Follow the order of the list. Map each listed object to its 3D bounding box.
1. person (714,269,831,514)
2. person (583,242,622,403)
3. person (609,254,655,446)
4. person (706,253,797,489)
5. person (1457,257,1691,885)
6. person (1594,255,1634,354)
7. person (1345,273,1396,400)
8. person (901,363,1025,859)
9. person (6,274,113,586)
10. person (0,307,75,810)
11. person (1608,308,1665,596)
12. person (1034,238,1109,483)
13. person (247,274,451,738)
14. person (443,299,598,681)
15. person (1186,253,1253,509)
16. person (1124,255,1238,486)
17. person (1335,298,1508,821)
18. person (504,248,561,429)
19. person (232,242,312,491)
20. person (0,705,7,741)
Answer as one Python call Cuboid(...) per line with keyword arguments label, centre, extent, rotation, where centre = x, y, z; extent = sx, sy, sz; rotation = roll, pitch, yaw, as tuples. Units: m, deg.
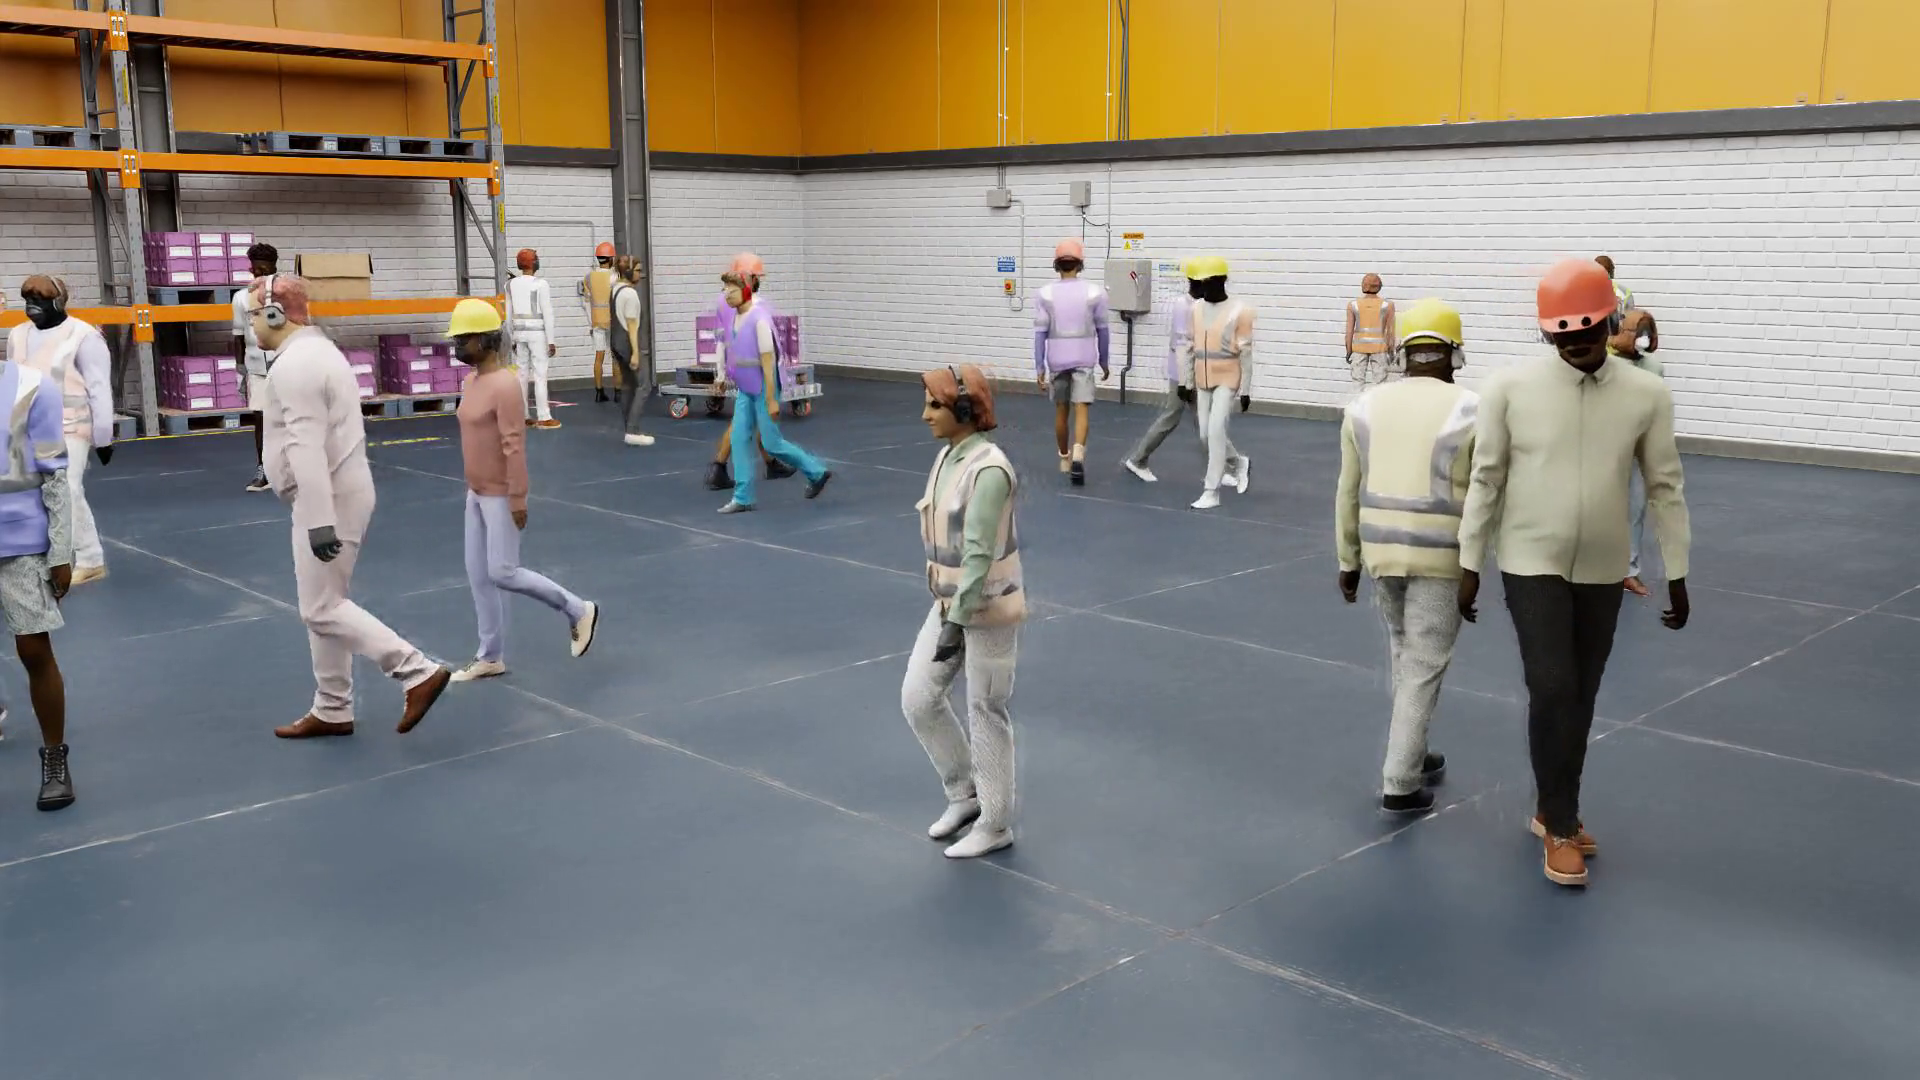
Cuboid(label="person", centre=(-1.385, -1.087, 12.187), extent=(0.836, 1.795, 0.584), rotation=(-7, 12, -33))
Cuboid(label="person", centre=(-4.268, -2.630, 20.164), extent=(0.545, 1.939, 0.354), rotation=(3, 11, 14))
Cuboid(label="person", centre=(-3.158, -1.816, 16.008), extent=(0.405, 1.842, 0.519), rotation=(-7, 13, -34))
Cuboid(label="person", centre=(-1.737, -1.373, 13.481), extent=(0.545, 1.889, 1.033), rotation=(10, 14, 42))
Cuboid(label="person", centre=(1.956, 0.102, 5.238), extent=(0.704, 1.946, 0.708), rotation=(0, 10, 0))
Cuboid(label="person", centre=(5.884, -1.696, 15.353), extent=(0.624, 1.840, 0.429), rotation=(5, 12, 26))
Cuboid(label="person", centre=(4.213, -1.918, 17.100), extent=(0.514, 1.640, 0.310), rotation=(4, 11, 19))
Cuboid(label="person", centre=(0.015, 0.247, 5.349), extent=(0.398, 1.623, 0.511), rotation=(-5, 11, -24))
Cuboid(label="person", centre=(-5.172, -0.580, 9.366), extent=(0.631, 1.805, 0.821), rotation=(4, 11, 20))
Cuboid(label="person", centre=(-3.375, 0.017, 5.776), extent=(0.540, 1.930, 0.383), rotation=(-3, 11, -17))
Cuboid(label="person", centre=(3.767, -0.522, 9.534), extent=(0.509, 1.617, 0.610), rotation=(-2, 11, -13))
Cuboid(label="person", centre=(0.915, -1.484, 13.754), extent=(0.626, 2.014, 0.971), rotation=(1, 10, 7))
Cuboid(label="person", centre=(-2.457, -0.117, 6.643), extent=(0.663, 1.874, 0.675), rotation=(-2, 11, -11))
Cuboid(label="person", centre=(-2.045, -0.224, 7.596), extent=(0.599, 1.746, 0.525), rotation=(-8, 13, -36))
Cuboid(label="person", centre=(1.987, -1.204, 12.528), extent=(0.780, 1.898, 0.599), rotation=(-9, 14, -41))
Cuboid(label="person", centre=(1.804, -1.366, 13.463), extent=(0.975, 1.878, 0.599), rotation=(5, 12, 26))
Cuboid(label="person", centre=(1.686, 0.057, 5.877), extent=(0.734, 1.798, 0.610), rotation=(-10, 14, -42))
Cuboid(label="person", centre=(-4.477, -2.097, 17.408), extent=(0.575, 1.884, 0.355), rotation=(5, 11, 23))
Cuboid(label="person", centre=(-5.426, -1.356, 13.142), extent=(0.614, 1.963, 0.362), rotation=(-1, 10, -3))
Cuboid(label="person", centre=(-3.967, 0.042, 6.442), extent=(0.383, 1.620, 0.532), rotation=(-9, 14, -40))
